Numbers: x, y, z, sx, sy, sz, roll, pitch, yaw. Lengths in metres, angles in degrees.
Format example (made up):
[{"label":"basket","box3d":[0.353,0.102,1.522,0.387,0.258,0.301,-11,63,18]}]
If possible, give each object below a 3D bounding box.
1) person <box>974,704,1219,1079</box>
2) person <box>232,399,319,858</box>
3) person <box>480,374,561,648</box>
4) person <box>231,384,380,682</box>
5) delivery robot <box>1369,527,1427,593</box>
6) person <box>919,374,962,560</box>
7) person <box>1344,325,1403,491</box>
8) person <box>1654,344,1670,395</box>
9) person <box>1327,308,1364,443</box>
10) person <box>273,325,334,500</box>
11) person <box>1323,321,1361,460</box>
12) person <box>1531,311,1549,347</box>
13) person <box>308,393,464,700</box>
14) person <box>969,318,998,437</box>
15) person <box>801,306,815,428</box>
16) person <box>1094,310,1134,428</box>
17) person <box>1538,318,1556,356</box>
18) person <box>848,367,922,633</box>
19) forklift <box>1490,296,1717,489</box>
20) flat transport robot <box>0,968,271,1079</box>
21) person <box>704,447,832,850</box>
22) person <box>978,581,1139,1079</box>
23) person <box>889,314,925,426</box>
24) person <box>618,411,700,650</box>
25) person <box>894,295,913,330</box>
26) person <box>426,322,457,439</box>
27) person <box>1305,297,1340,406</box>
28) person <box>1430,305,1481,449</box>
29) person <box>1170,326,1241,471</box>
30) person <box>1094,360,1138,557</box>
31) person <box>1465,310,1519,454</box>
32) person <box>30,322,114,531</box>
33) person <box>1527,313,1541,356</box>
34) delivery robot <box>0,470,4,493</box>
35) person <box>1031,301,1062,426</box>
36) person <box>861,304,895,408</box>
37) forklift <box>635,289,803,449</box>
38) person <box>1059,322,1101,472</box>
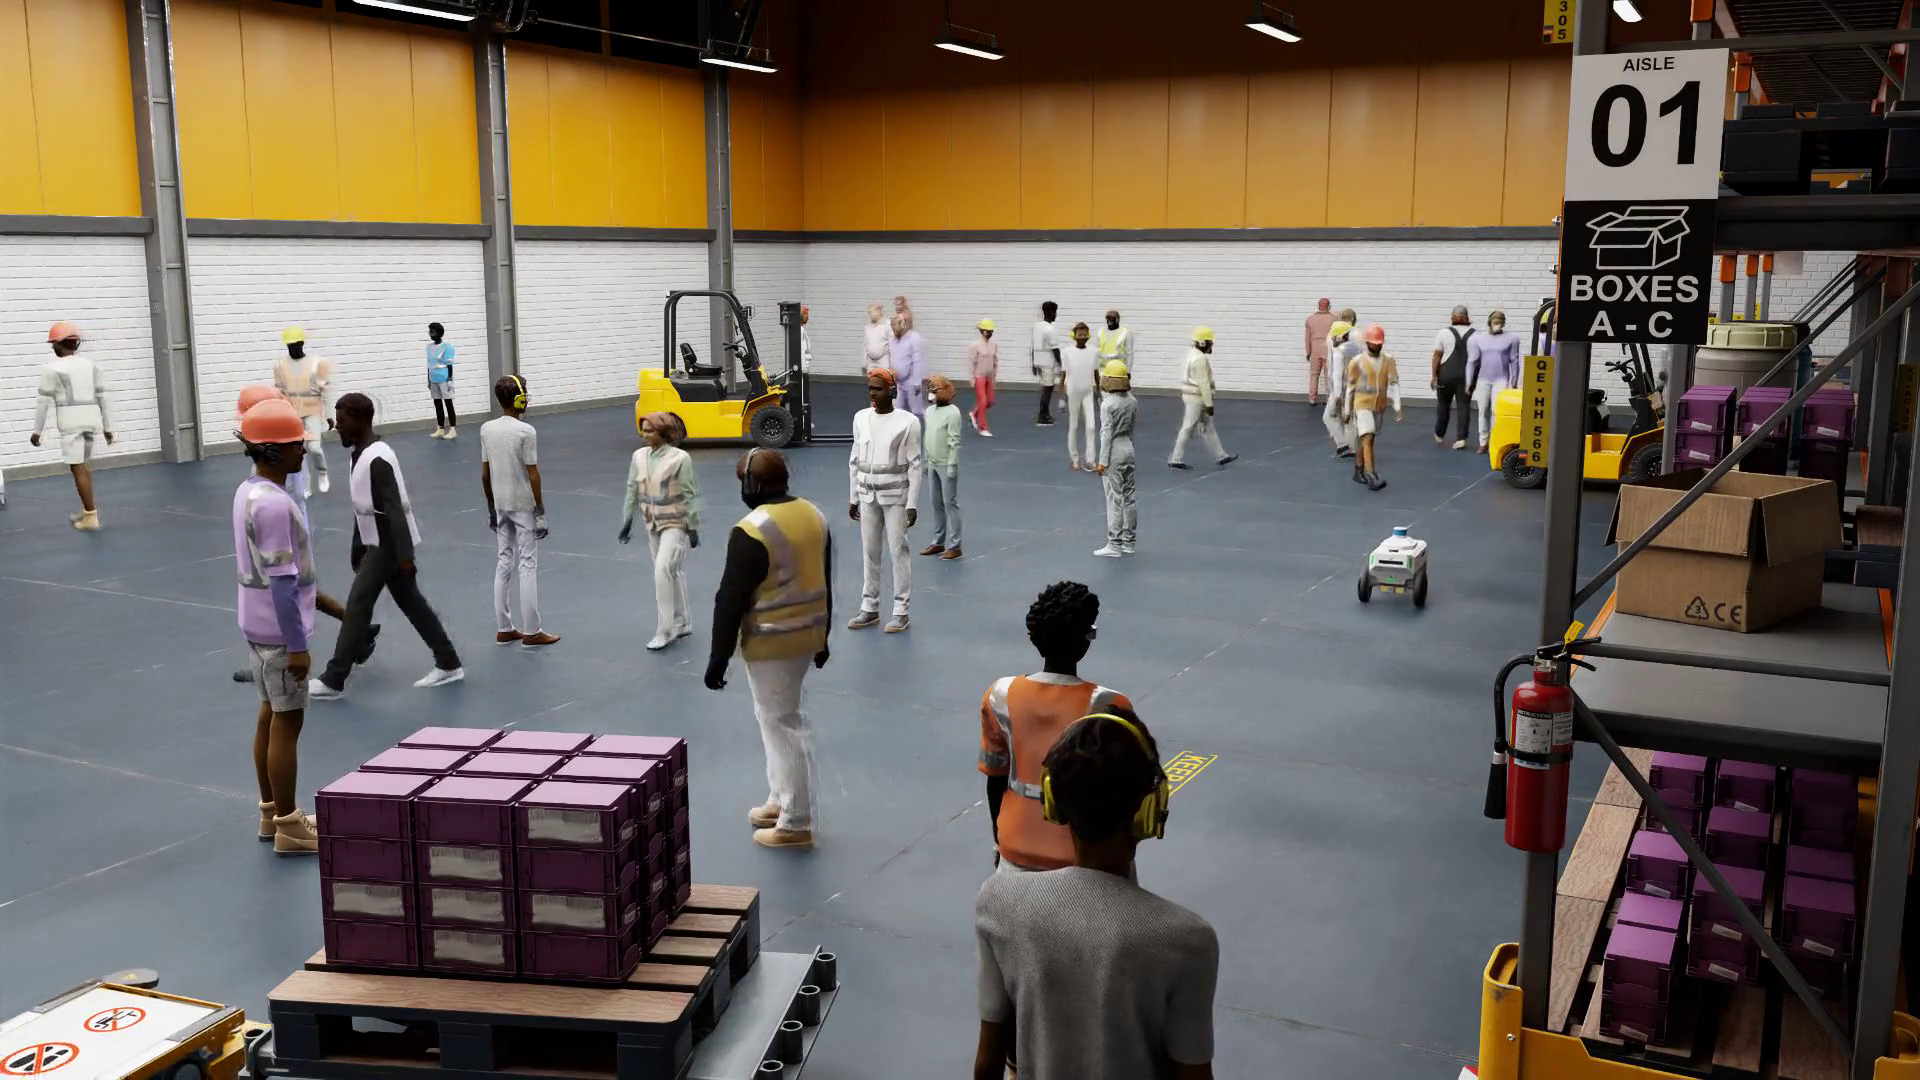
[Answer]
[{"label":"person","box3d":[0.271,1.225,3.133,0.509,1.872,0.329,5,11,27]},{"label":"person","box3d":[-3.023,0.391,7.455,0.378,2.045,0.605,-6,12,-32]},{"label":"person","box3d":[-3.024,-0.193,11.373,0.509,1.861,0.329,5,11,27]},{"label":"person","box3d":[-4.148,-0.045,10.430,0.818,1.897,0.547,-3,10,-16]},{"label":"delivery robot","box3d":[3.408,0.145,12.918,0.477,0.478,0.707,4,11,24]},{"label":"person","box3d":[-0.167,-0.645,14.658,0.277,1.629,0.514,-7,12,-34]},{"label":"person","box3d":[4.708,-1.519,19.046,0.550,1.873,1.056,-2,10,-13]},{"label":"person","box3d":[10.915,-2.669,25.626,0.568,1.882,0.988,-3,10,-16]},{"label":"person","box3d":[5.534,-2.326,23.620,0.746,1.891,0.706,-8,12,-37]},{"label":"person","box3d":[-7.152,-1.388,18.134,0.623,1.909,0.470,-1,10,-3]},{"label":"person","box3d":[4.966,-1.934,21.575,0.422,1.811,0.625,9,13,43]},{"label":"person","box3d":[8.461,-2.340,23.773,0.631,1.880,1.008,-2,10,-9]},{"label":"person","box3d":[-3.543,0.034,10.094,1.036,1.861,0.607,-5,11,-26]},{"label":"person","box3d":[0.309,-2.404,24.511,0.523,1.743,0.592,-8,13,-39]},{"label":"person","box3d":[-2.456,-2.659,25.570,0.355,1.887,0.573,-3,10,-15]},{"label":"person","box3d":[2.317,-2.605,25.449,0.633,1.829,0.447,6,12,33]},{"label":"person","box3d":[7.839,-2.032,22.074,0.565,1.840,0.396,-5,11,-28]},{"label":"person","box3d":[-0.544,-0.282,11.830,0.574,1.880,0.355,6,11,29]},{"label":"forklift","box3d":[7.296,-1.677,18.993,2.313,2.155,1.214,5,11,27]},{"label":"flat transport robot","box3d":[-2.841,1.696,5.031,0.652,0.197,1.431,4,10,20]},{"label":"person","box3d":[-0.858,0.489,7.541,0.564,1.815,0.665,5,11,26]},{"label":"person","box3d":[0.314,0.965,5.141,0.532,1.696,0.319,5,11,27]},{"label":"person","box3d":[-0.680,-2.157,22.715,0.661,1.872,0.792,8,13,40]},{"label":"person","box3d":[-2.067,-0.064,11.342,0.529,1.614,0.683,7,12,36]},{"label":"person","box3d":[-1.070,-3.808,32.270,0.502,1.870,0.668,-2,10,-9]},{"label":"person","box3d":[-7.520,-2.304,24.081,0.532,1.692,0.318,6,12,32]},{"label":"person","box3d":[6.381,-3.295,29.200,0.639,1.908,0.409,5,11,27]},{"label":"person","box3d":[6.879,-2.297,23.027,0.725,2.000,1.088,1,10,8]},{"label":"person","box3d":[3.026,-1.732,20.490,0.924,1.782,0.621,0,10,2]},{"label":"person","box3d":[1.379,-0.724,14.781,0.305,1.745,0.483,8,13,39]},{"label":"person","box3d":[7.070,-2.089,22.136,0.650,1.922,0.575,5,11,29]},{"label":"person","box3d":[-8.650,-1.097,16.168,0.740,2.014,0.638,4,11,21]},{"label":"person","box3d":[8.721,-2.488,24.792,0.452,1.818,0.662,-4,11,-24]},{"label":"delivery robot","box3d":[-10.218,-0.584,17.136,0.477,0.478,0.707,1,10,6]},{"label":"person","box3d":[1.414,-2.747,25.904,0.593,1.943,0.627,-6,11,-29]},{"label":"person","box3d":[-1.277,-2.826,26.658,0.709,1.882,0.421,8,13,40]},{"label":"forklift","box3d":[-3.358,-2.392,23.136,2.313,2.155,1.214,-1,10,-5]},{"label":"person","box3d":[1.499,-1.733,20.353,0.573,1.833,0.868,-1,10,-9]}]
